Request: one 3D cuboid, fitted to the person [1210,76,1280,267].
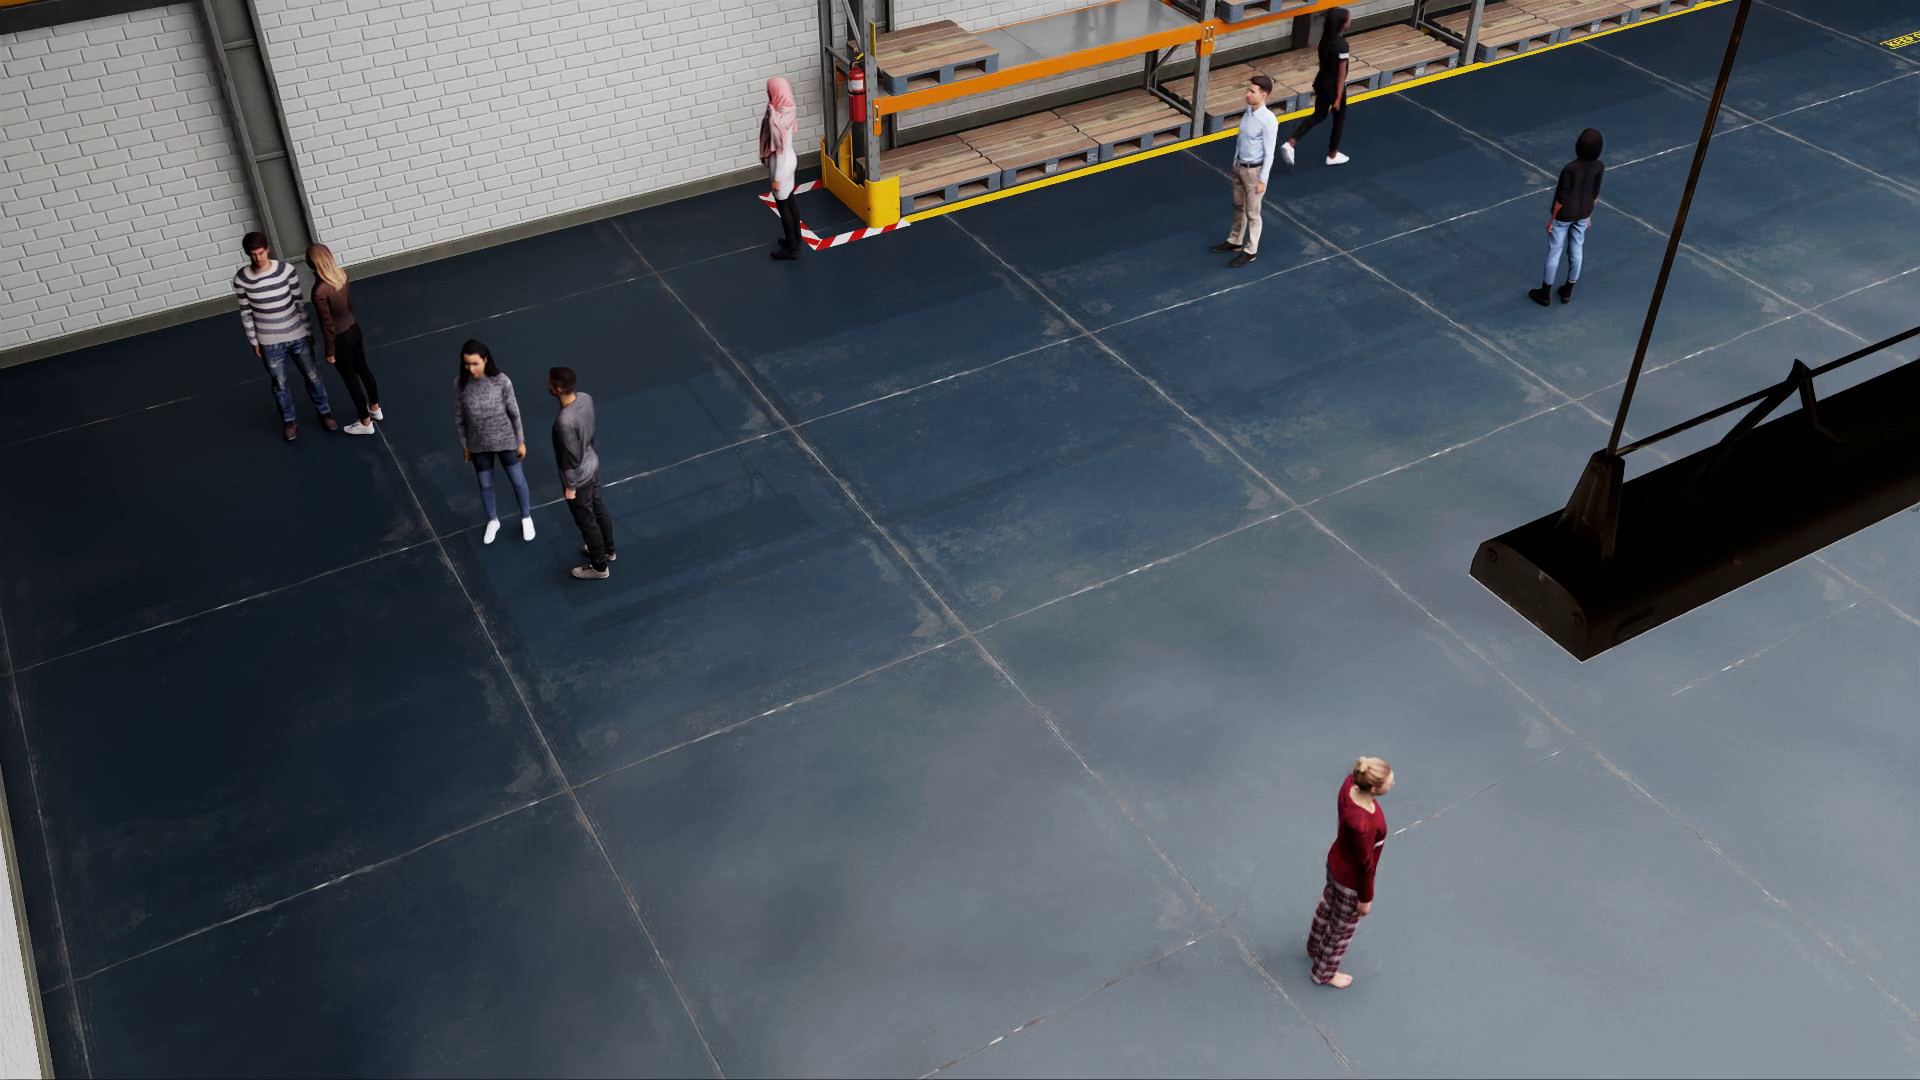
[{"bbox_3d":[2.743,-3.490,15.656,0.627,1.848,0.660,-16,41,-19],"label":"person"}]

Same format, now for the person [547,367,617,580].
[{"bbox_3d":[-2.730,-0.488,11.968,0.731,1.760,0.692,6,39,8],"label":"person"}]

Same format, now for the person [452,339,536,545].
[{"bbox_3d":[-3.448,-0.737,12.303,0.600,1.731,0.750,-4,39,-5],"label":"person"}]

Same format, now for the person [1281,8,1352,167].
[{"bbox_3d":[3.758,-4.640,17.211,1.074,1.705,0.686,-15,41,-18],"label":"person"}]

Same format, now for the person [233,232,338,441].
[{"bbox_3d":[-5.452,-1.662,13.369,0.501,1.846,0.723,-15,41,-18],"label":"person"}]

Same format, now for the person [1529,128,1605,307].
[{"bbox_3d":[5.531,-2.923,15.064,0.577,1.701,0.701,-7,39,-8],"label":"person"}]

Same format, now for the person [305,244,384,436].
[{"bbox_3d":[-4.979,-1.631,13.444,0.709,1.704,0.672,6,39,7],"label":"person"}]

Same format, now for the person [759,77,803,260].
[{"bbox_3d":[-1.677,-3.514,15.722,0.794,1.803,0.740,8,39,10],"label":"person"}]

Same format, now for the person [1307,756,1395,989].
[{"bbox_3d":[2.148,1.798,9.151,0.675,1.703,0.692,-1,39,-1],"label":"person"}]
